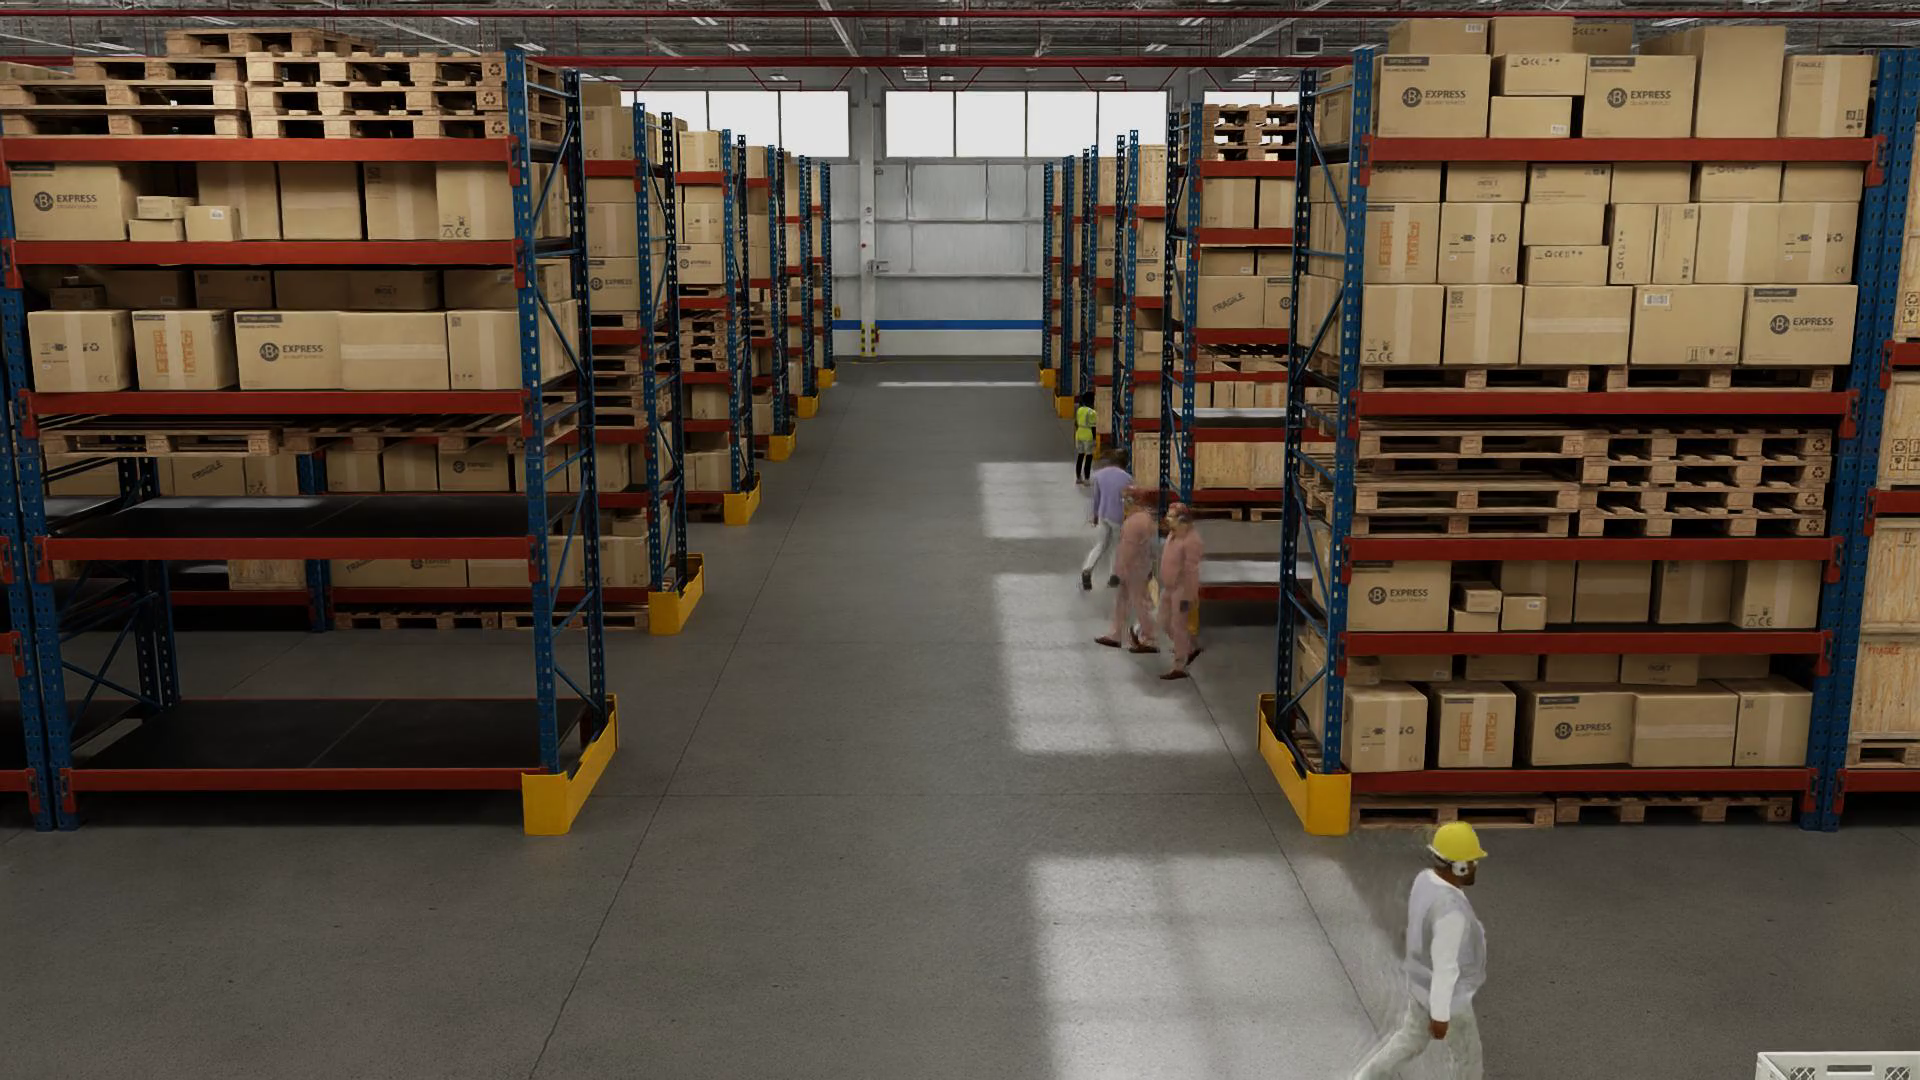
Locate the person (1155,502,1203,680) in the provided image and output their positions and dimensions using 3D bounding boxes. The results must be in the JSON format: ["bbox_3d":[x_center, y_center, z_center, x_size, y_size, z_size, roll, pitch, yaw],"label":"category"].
[{"bbox_3d":[2.311,0.535,17.531,0.437,1.889,0.639,-4,12,-18],"label":"person"}]

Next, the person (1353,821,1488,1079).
[{"bbox_3d":[2.479,2.342,8.815,0.882,1.798,0.592,0,11,-1],"label":"person"}]

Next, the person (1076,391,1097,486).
[{"bbox_3d":[2.255,-1.805,29.616,0.319,1.692,0.536,-7,13,-30],"label":"person"}]

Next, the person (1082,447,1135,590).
[{"bbox_3d":[1.920,-0.263,21.449,0.832,1.896,0.660,-11,16,-43],"label":"person"}]

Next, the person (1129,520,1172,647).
[{"bbox_3d":[2.270,0.484,18.475,0.751,1.605,0.519,9,14,37],"label":"person"}]

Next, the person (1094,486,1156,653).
[{"bbox_3d":[1.849,0.330,18.587,0.815,1.866,0.640,3,12,14],"label":"person"}]
